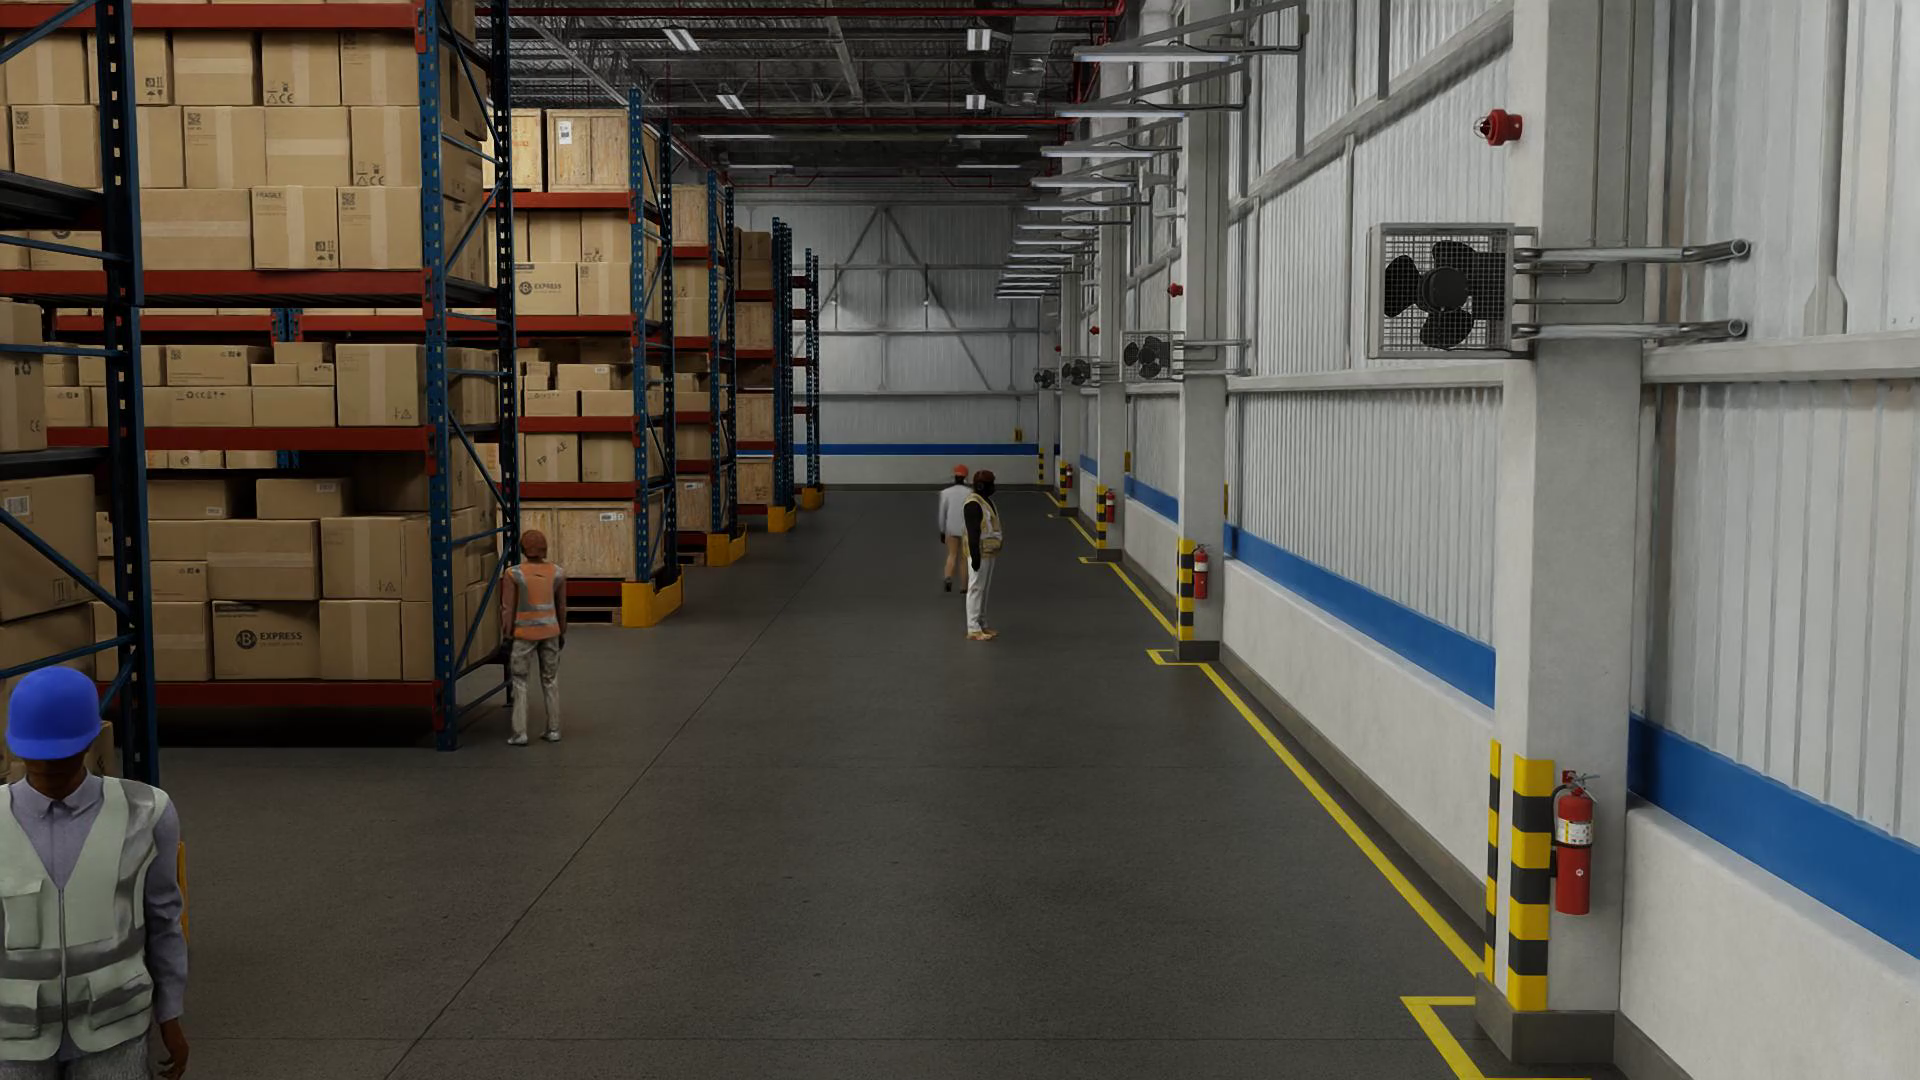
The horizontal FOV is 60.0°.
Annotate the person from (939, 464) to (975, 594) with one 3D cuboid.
[{"bbox_3d":[0.018,-0.140,22.124,0.577,1.740,0.384,2,5,21],"label":"person"}]

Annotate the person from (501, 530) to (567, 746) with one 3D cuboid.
[{"bbox_3d":[-3.203,0.737,12.556,0.524,1.634,0.315,-4,6,-39],"label":"person"}]

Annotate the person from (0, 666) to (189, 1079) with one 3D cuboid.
[{"bbox_3d":[-2.352,1.285,4.369,0.604,1.938,0.402,-3,6,-31],"label":"person"}]

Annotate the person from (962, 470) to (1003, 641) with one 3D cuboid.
[{"bbox_3d":[0.249,0.164,17.991,0.429,1.841,0.634,1,5,15],"label":"person"}]
